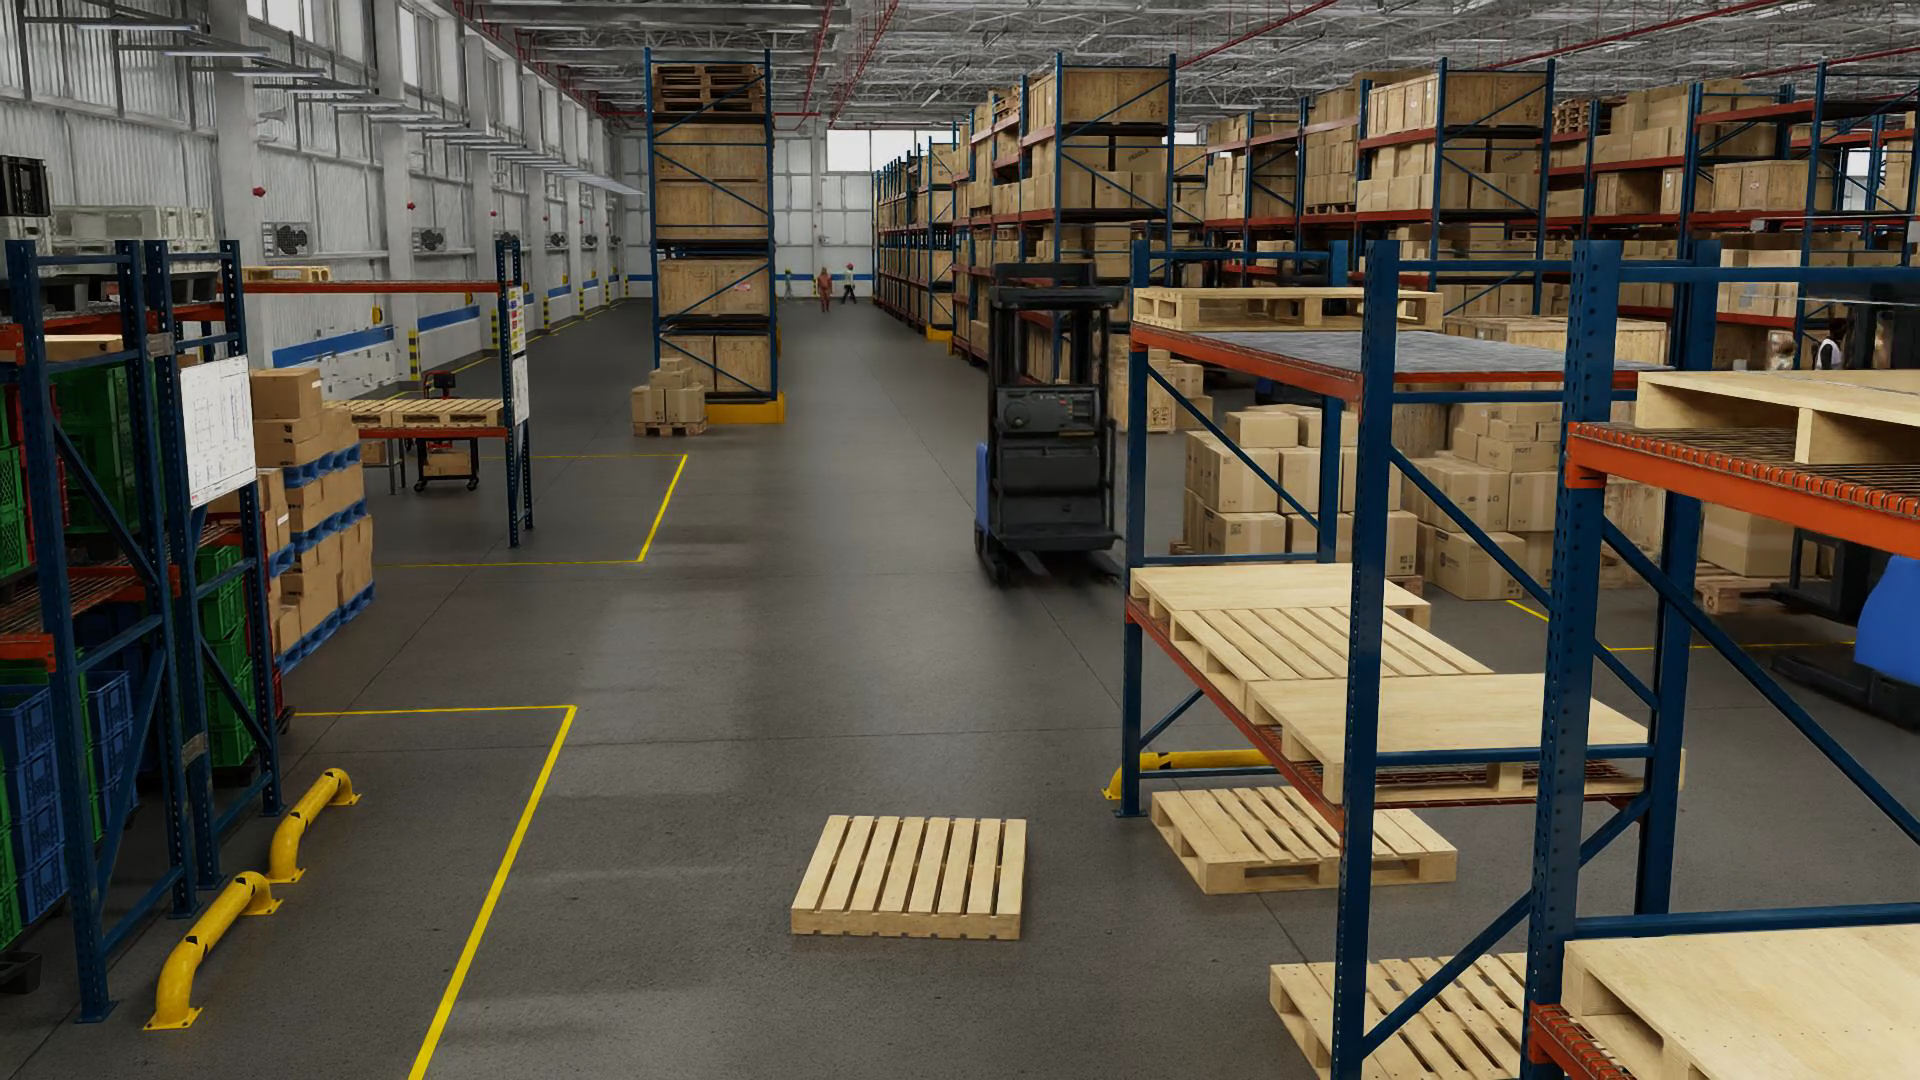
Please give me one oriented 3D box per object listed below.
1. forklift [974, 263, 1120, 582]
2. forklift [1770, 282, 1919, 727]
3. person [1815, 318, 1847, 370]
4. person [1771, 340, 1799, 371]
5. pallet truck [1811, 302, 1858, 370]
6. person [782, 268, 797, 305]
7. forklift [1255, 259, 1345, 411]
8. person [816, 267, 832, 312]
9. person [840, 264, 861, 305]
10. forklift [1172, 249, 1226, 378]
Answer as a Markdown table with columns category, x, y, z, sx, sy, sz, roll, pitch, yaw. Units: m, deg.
| category | x | y | z | sx | sy | sz | roll | pitch | yaw |
| --- | --- | --- | --- | --- | --- | --- | --- | --- | --- |
| forklift | 0.756 | -1.157 | 15.343 | 1.129 | 2.768 | 1.873 | -1 | 10 | -6 |
| forklift | 6.323 | -0.289 | 10.537 | 1.129 | 2.768 | 1.873 | -1 | 10 | -6 |
| person | 12.634 | -2.274 | 24.237 | 0.398 | 1.909 | 0.608 | 8 | 13 | 37 |
| person | 11.640 | -2.058 | 23.808 | 0.537 | 1.620 | 0.553 | 0 | 10 | 2 |
| pallet truck | 15.846 | -3.142 | 28.793 | 1.885 | 1.965 | 0.823 | 2 | 10 | 12 |
| person | -8.028 | -11.917 | 78.149 | 0.639 | 1.726 | 0.494 | -1 | 10 | -6 |
| forklift | 5.989 | -3.681 | 29.329 | 1.129 | 2.768 | 1.873 | -1 | 10 | -6 |
| person | -5.708 | -10.528 | 70.012 | 0.682 | 1.881 | 0.727 | -1 | 10 | -6 |
| person | -5.175 | -11.957 | 77.806 | 1.048 | 1.942 | 0.651 | -4 | 11 | -22 |
| forklift | 5.145 | -5.042 | 36.873 | 1.129 | 2.768 | 1.873 | -1 | 10 | -6 |
